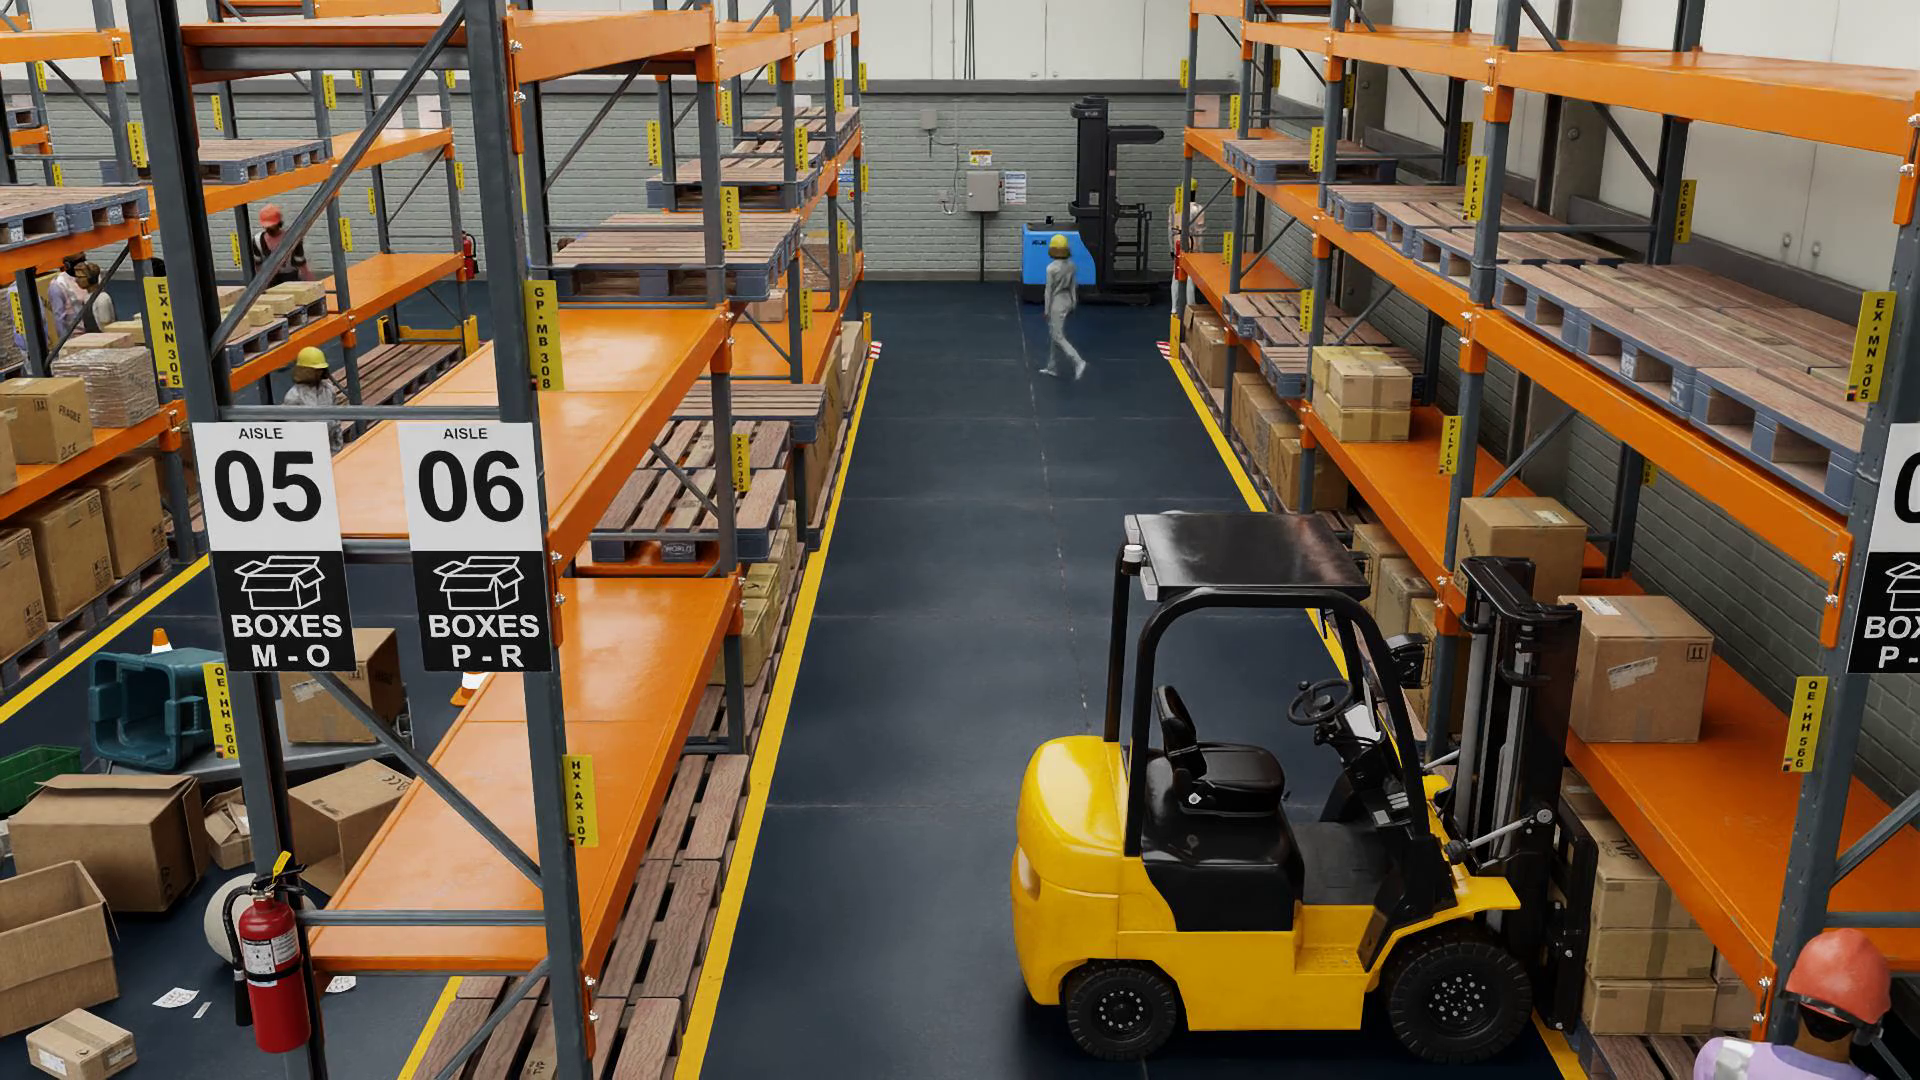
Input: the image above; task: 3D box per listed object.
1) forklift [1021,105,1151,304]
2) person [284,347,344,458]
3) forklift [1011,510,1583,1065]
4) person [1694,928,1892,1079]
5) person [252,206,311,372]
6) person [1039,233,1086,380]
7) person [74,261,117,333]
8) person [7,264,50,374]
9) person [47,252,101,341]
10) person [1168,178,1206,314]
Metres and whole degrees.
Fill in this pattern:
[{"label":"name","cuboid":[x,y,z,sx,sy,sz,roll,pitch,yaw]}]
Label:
[{"label":"forklift","cuboid":[1.857,-4.944,24.441,1.873,2.768,1.129,0,18,0]},{"label":"person","cuboid":[-5.166,-0.707,13.430,0.331,1.735,0.485,10,21,28]},{"label":"forklift","cuboid":[1.387,1.055,7.378,2.313,2.155,1.214,0,18,0]},{"label":"person","cuboid":[2.337,2.016,4.708,0.607,2.044,0.378,12,22,31]},{"label":"person","cuboid":[-8.294,-3.117,20.351,0.659,1.977,1.085,1,18,3]},{"label":"person","cuboid":[1.230,-2.742,19.614,0.753,1.718,0.490,17,25,41]},{"label":"person","cuboid":[-8.714,-1.922,16.938,0.339,1.841,0.507,-15,23,-38]},{"label":"person","cuboid":[-9.529,-2.041,17.139,0.354,1.939,0.544,-6,19,-18]},{"label":"person","cuboid":[-9.363,-2.207,17.815,0.430,1.837,0.639,8,20,23]},{"label":"person","cuboid":[3.207,-4.134,23.480,0.587,1.930,0.360,14,23,37]}]
